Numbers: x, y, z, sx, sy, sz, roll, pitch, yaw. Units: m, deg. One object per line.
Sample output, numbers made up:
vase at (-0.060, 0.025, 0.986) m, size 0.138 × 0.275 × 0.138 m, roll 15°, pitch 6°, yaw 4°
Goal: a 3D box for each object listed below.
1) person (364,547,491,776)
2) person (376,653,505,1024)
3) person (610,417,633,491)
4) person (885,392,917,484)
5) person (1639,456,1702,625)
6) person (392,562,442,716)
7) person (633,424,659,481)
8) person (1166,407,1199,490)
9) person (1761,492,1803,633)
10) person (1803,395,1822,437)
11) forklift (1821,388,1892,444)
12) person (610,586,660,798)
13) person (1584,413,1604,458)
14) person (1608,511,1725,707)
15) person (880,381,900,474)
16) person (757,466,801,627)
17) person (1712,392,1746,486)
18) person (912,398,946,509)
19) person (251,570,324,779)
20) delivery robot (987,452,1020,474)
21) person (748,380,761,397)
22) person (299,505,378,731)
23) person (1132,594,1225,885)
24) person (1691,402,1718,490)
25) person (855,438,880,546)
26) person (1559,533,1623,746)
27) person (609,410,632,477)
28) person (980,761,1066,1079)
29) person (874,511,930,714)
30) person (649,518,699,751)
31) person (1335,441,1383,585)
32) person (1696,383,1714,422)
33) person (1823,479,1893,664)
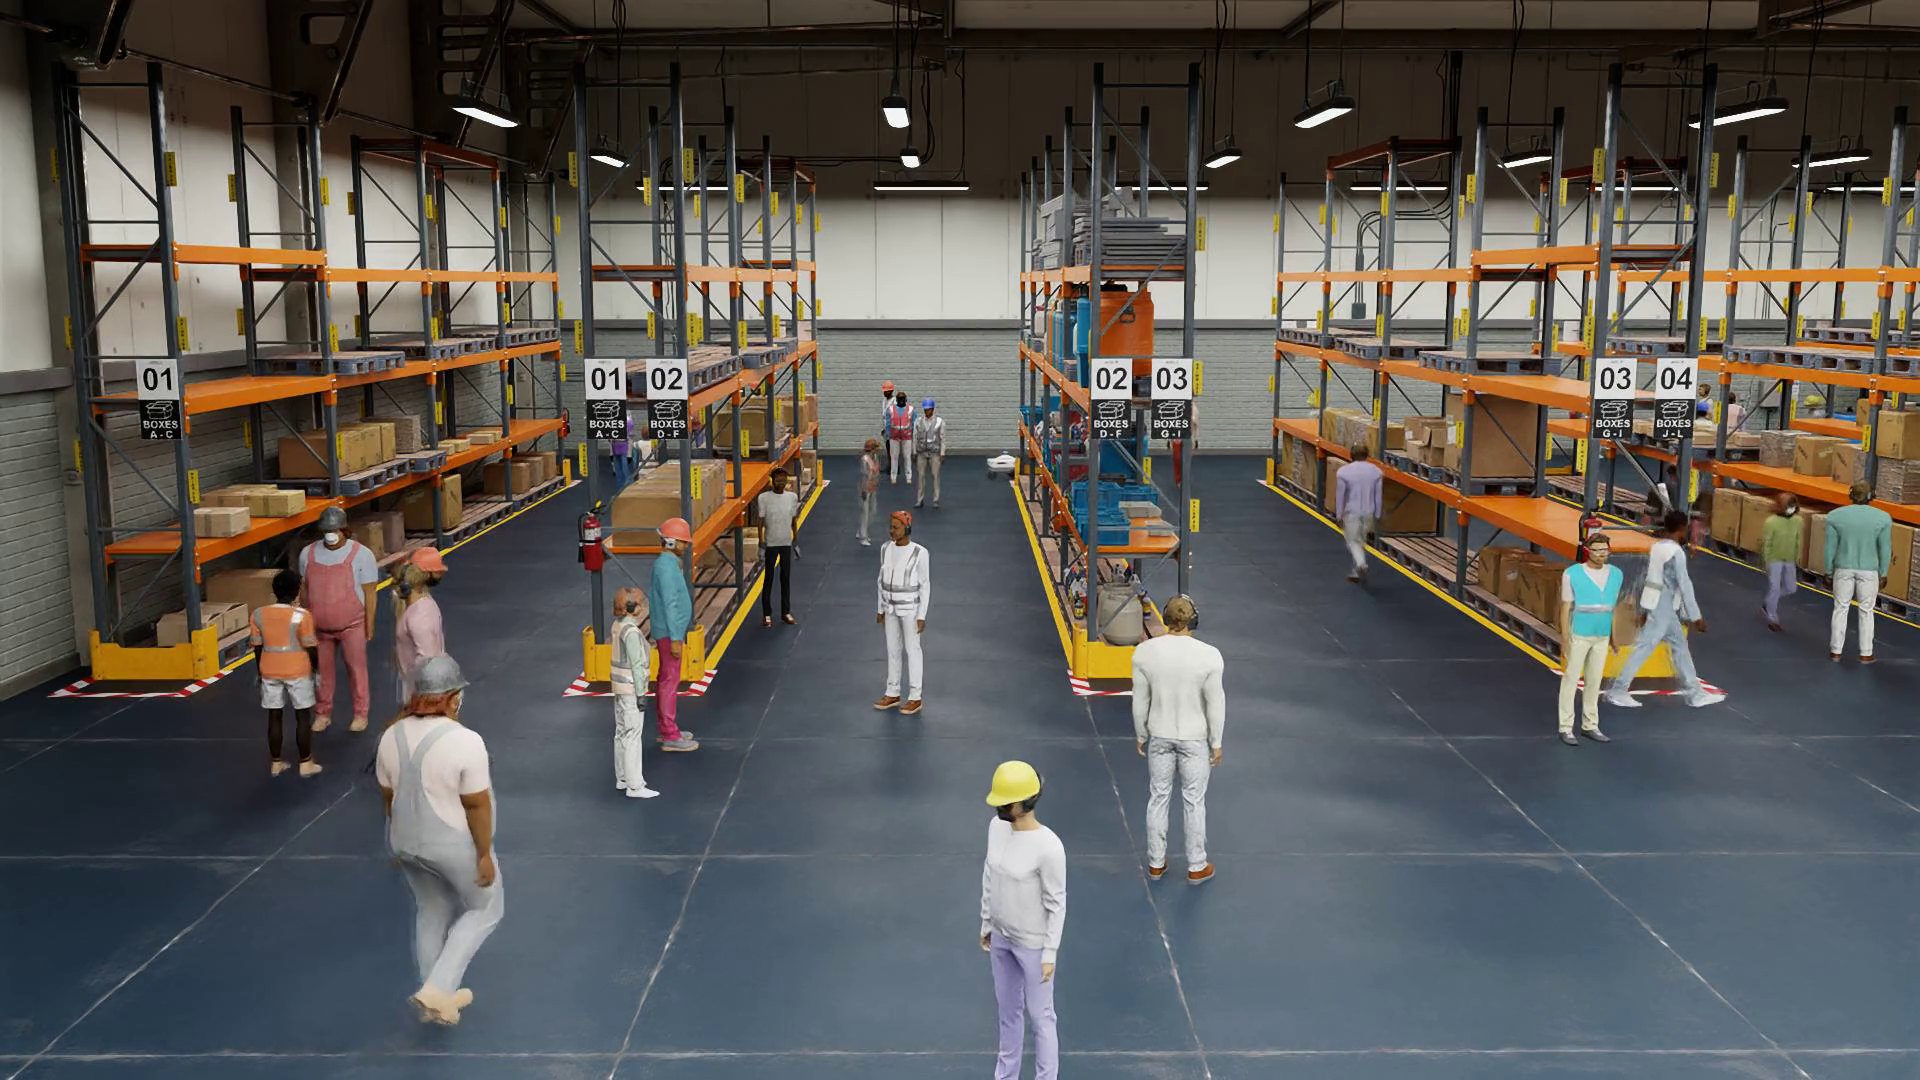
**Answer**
person at (-4.305, 0.992, 13.249) m, size 0.962 × 1.901 × 0.562 m, roll -6°, pitch 11°, yaw -35°
person at (-2.747, 1.594, 8.893) m, size 0.701 × 2.000 × 0.570 m, roll 4°, pitch 10°, yaw 26°
person at (-6.060, -1.571, 29.650) m, size 0.589 × 1.918 × 0.393 m, roll 8°, pitch 12°, yaw 40°
person at (-1.158, -2.001, 32.702) m, size 0.619 × 1.836 × 0.430 m, roll 0°, pitch 9°, yaw 1°
person at (8.306, -0.003, 19.363) m, size 0.630 × 1.985 × 1.066 m, roll -1°, pitch 9°, yaw -6°
person at (-3.988, 1.119, 12.286) m, size 0.374 × 1.936 × 0.629 m, roll -3°, pitch 9°, yaw -18°
person at (-5.120, -1.081, 27.386) m, size 0.517 × 1.641 × 0.308 m, roll -1°, pitch 9°, yaw -9°
person at (4.255, -1.913, 31.762) m, size 0.648 × 1.936 × 1.007 m, roll 0°, pitch 9°, yaw 2°
person at (9.327, 0.243, 18.946) m, size 0.507 × 1.621 × 0.418 m, roll -2°, pitch 9°, yaw -11°
person at (17.230, -2.079, 33.586) m, size 0.575 × 1.701 × 0.544 m, roll 0°, pitch 9°, yaw 0°
forklift at (20.072, -3.110, 36.462) m, size 1.873 × 2.768 × 1.129 m, roll 0°, pitch 9°, yaw 0°
person at (-2.548, 1.173, 12.869) m, size 0.307 × 1.644 × 0.514 m, roll -5°, pitch 10°, yaw -27°
person at (14.344, -2.712, 37.552) m, size 0.325 × 1.740 × 0.492 m, roll -9°, pitch 12°, yaw -44°
person at (6.613, 0.656, 15.527) m, size 1.050 × 1.852 × 0.620 m, roll 2°, pitch 9°, yaw 13°
person at (-1.466, -2.316, 34.421) m, size 0.398 × 1.930 × 0.550 m, roll -6°, pitch 11°, yaw -33°
person at (-2.094, 0.069, 19.267) m, size 0.521 × 1.865 × 0.328 m, roll -4°, pitch 10°, yaw -25°
person at (14.982, -1.974, 32.478) m, size 0.624 × 1.844 × 0.430 m, roll 3°, pitch 9°, yaw 18°
person at (-0.548, -1.521, 29.219) m, size 0.604 × 1.949 × 0.388 m, roll 2°, pitch 9°, yaw 14°
person at (-5.403, 1.078, 13.366) m, size 0.578 × 1.683 × 0.347 m, roll 1°, pitch 9°, yaw 8°
delivery robot at (0.918, -1.536, 33.484) m, size 0.707 × 0.478 × 0.477 m, roll -2°, pitch 9°, yaw -12°
person at (-4.193, -2.283, 34.023) m, size 0.395 × 1.989 × 0.619 m, roll -2°, pitch 9°, yaw -15°
person at (-5.513, 0.690, 14.706) m, size 0.682 × 2.000 × 0.535 m, roll 0°, pitch 9°, yaw 0°
person at (1.446, 1.315, 11.015) m, size 0.629 × 1.940 × 0.373 m, roll 4°, pitch 10°, yaw 22°
person at (12.905, -1.462, 29.052) m, size 0.602 × 1.897 × 1.044 m, roll 1°, pitch 9°, yaw 7°
person at (-1.440, -0.726, 25.167) m, size 0.402 × 1.628 × 0.666 m, roll 3°, pitch 9°, yaw 21°
person at (5.428, 0.839, 14.365) m, size 0.564 × 1.847 × 0.395 m, roll -2°, pitch 9°, yaw -15°
person at (-6.954, -2.202, 34.029) m, size 0.598 × 1.823 × 0.411 m, roll -8°, pitch 12°, yaw -43°
person at (0.274, 1.893, 7.876) m, size 0.328 × 1.760 × 0.524 m, roll -7°, pitch 11°, yaw -39°
person at (-0.540, 0.663, 15.389) m, size 0.573 × 1.883 × 0.355 m, roll 7°, pitch 11°, yaw 37°
person at (-2.447, 0.797, 14.191) m, size 0.393 × 1.986 × 0.609 m, roll -2°, pitch 9°, yaw -14°
person at (5.234, -0.328, 21.697) m, size 0.643 × 1.916 × 0.744 m, roll -1°, pitch 9°, yaw -8°
person at (15.666, -2.380, 35.082) m, size 0.335 × 1.845 × 0.513 m, roll -1°, pitch 9°, yaw -4°
person at (9.350, 0.331, 17.360) m, size 0.627 × 1.934 × 0.371 m, roll 6°, pitch 10°, yaw 32°
